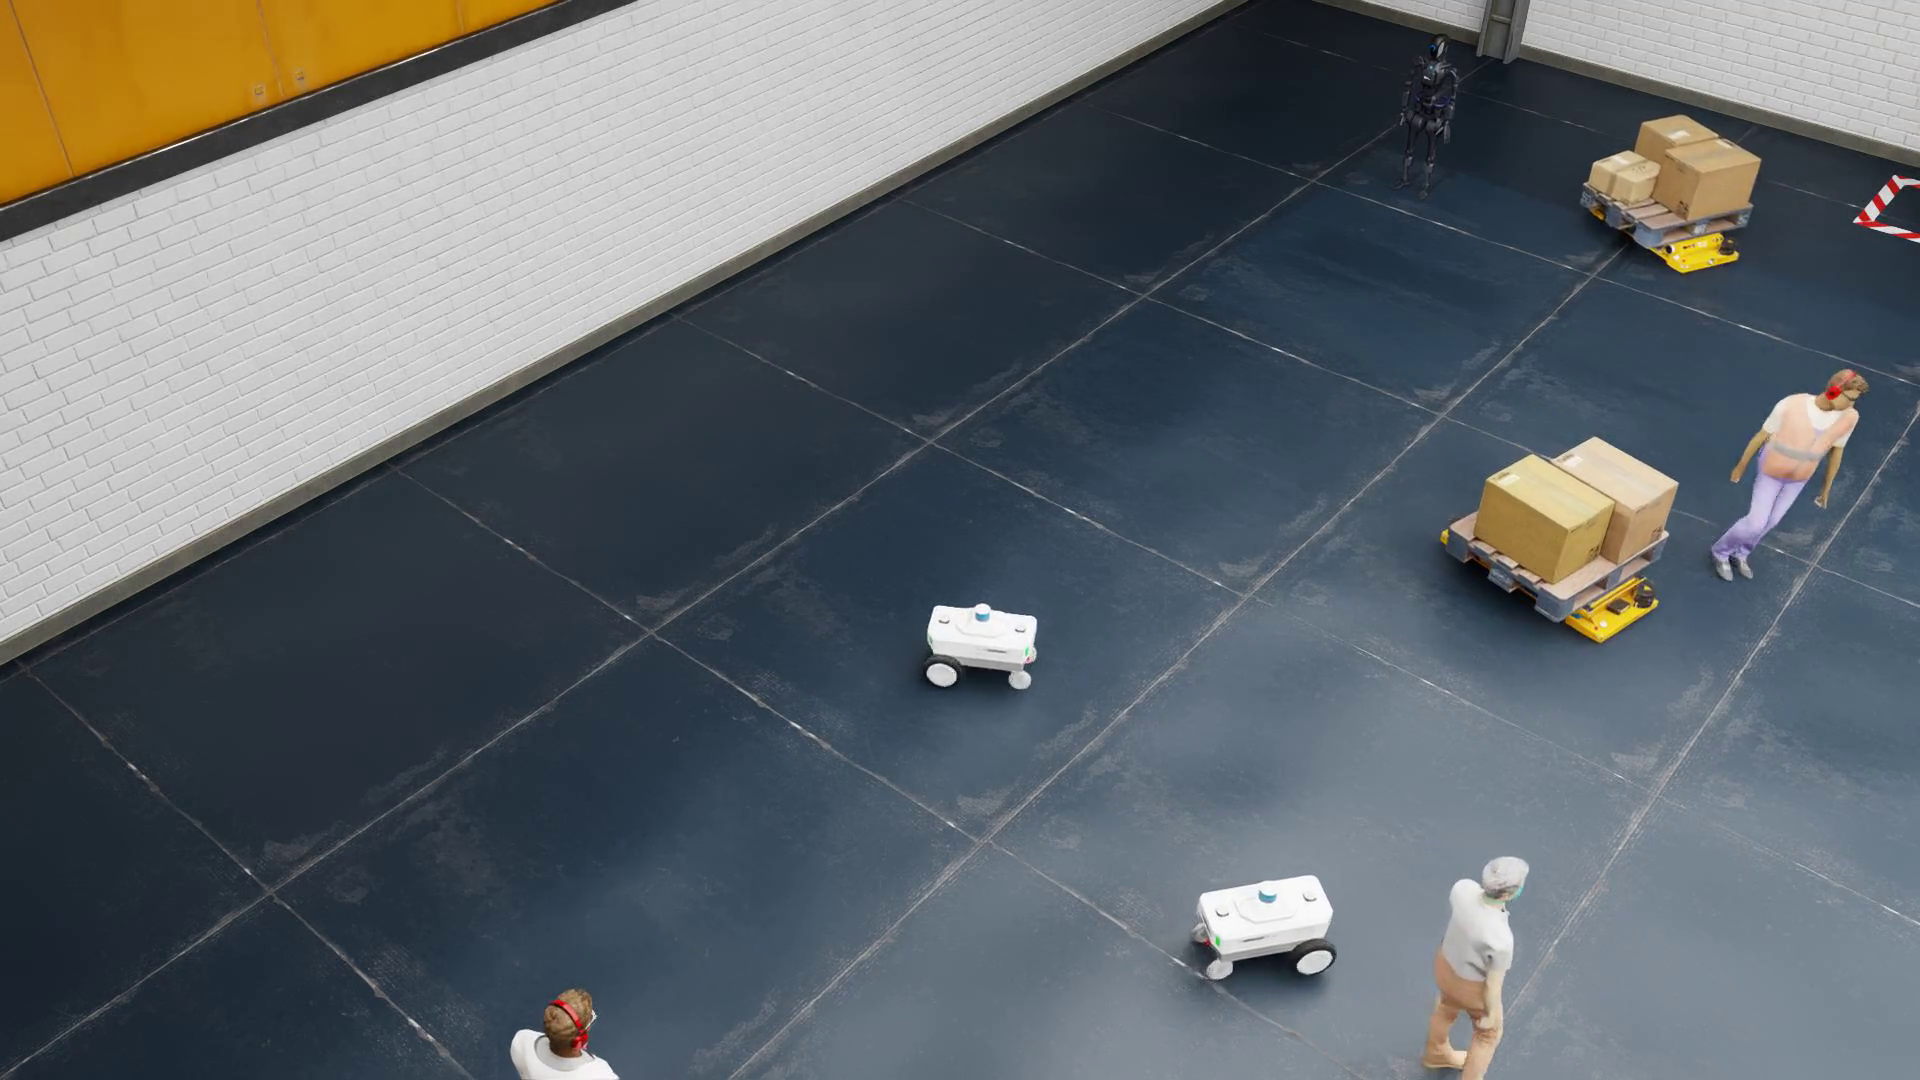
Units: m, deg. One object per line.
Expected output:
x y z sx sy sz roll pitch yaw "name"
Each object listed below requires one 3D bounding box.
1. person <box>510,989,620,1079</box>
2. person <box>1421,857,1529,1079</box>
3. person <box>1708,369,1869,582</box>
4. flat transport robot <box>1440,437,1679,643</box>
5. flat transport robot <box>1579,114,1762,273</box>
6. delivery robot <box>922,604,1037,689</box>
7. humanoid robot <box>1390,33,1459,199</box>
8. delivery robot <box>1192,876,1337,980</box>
-1.739 2.731 7.654 0.571 1.830 0.394 17 42 20 "person"
2.626 2.199 8.388 0.433 1.733 0.486 -13 41 -15 "person"
5.772 -0.457 11.629 0.636 1.799 0.435 -1 39 -1 "person"
4.265 0.182 12.061 0.659 0.231 1.431 -25 45 -28 "flat transport robot"
6.758 -3.034 16.052 0.659 0.231 1.431 -14 41 -17 "flat transport robot"
0.125 0.690 11.213 0.799 0.608 0.499 6 39 8 "delivery robot"
4.591 -4.167 16.325 0.599 1.657 0.315 31 48 32 "humanoid robot"
1.717 2.147 9.379 0.769 0.577 0.499 -7 39 -9 "delivery robot"
